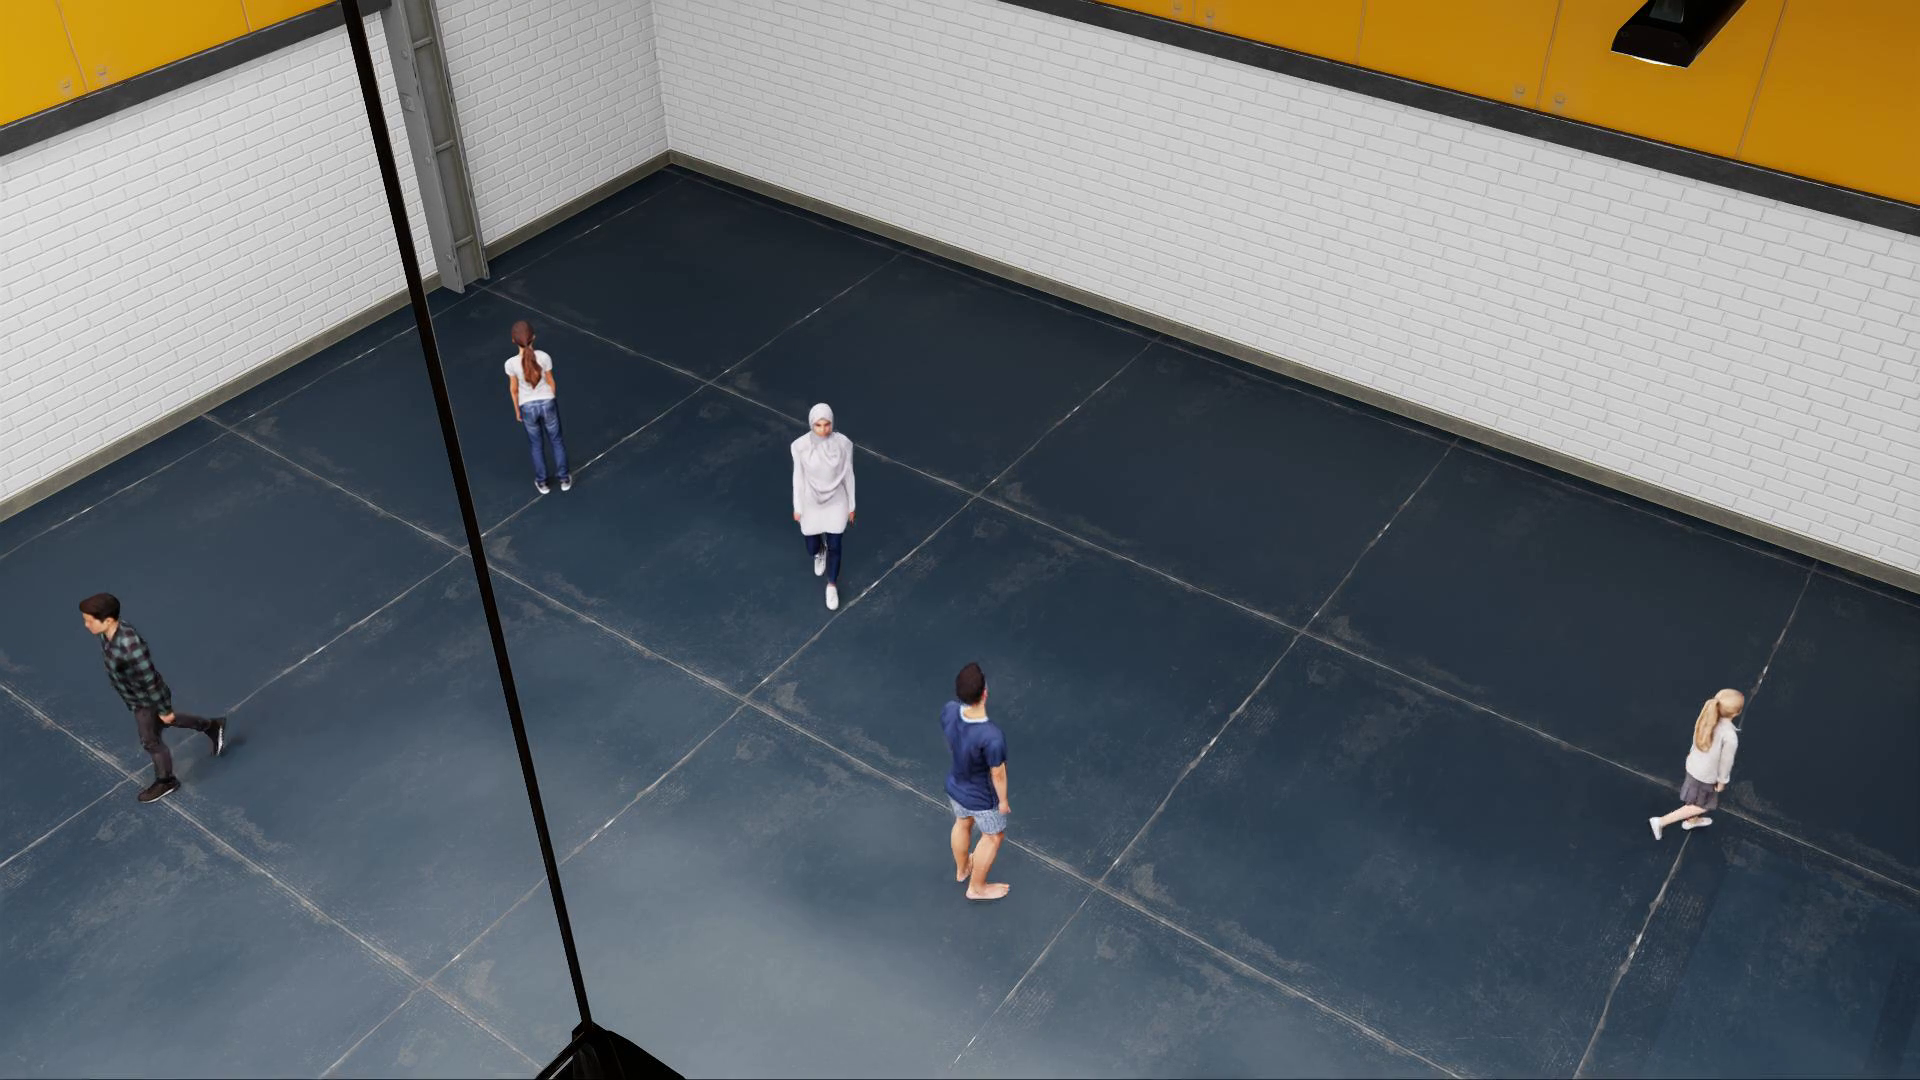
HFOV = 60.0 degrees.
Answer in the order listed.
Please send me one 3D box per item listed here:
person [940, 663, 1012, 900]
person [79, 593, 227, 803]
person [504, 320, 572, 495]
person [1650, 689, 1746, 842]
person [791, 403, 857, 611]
[{"bbox_3d":[0.079,1.495,10.168,0.663,1.835,0.685,-26,46,-29],"label":"person"},{"bbox_3d":[-5.324,0.958,10.979,1.016,1.696,0.820,-32,48,-34],"label":"person"},{"bbox_3d":[-3.456,-1.091,13.628,0.611,1.558,0.679,-9,40,-12],"label":"person"},{"bbox_3d":[4.757,1.462,10.667,0.828,1.264,0.773,-6,39,-8],"label":"person"},{"bbox_3d":[-1.021,-0.312,12.484,0.848,1.769,0.916,-3,39,-3],"label":"person"}]
